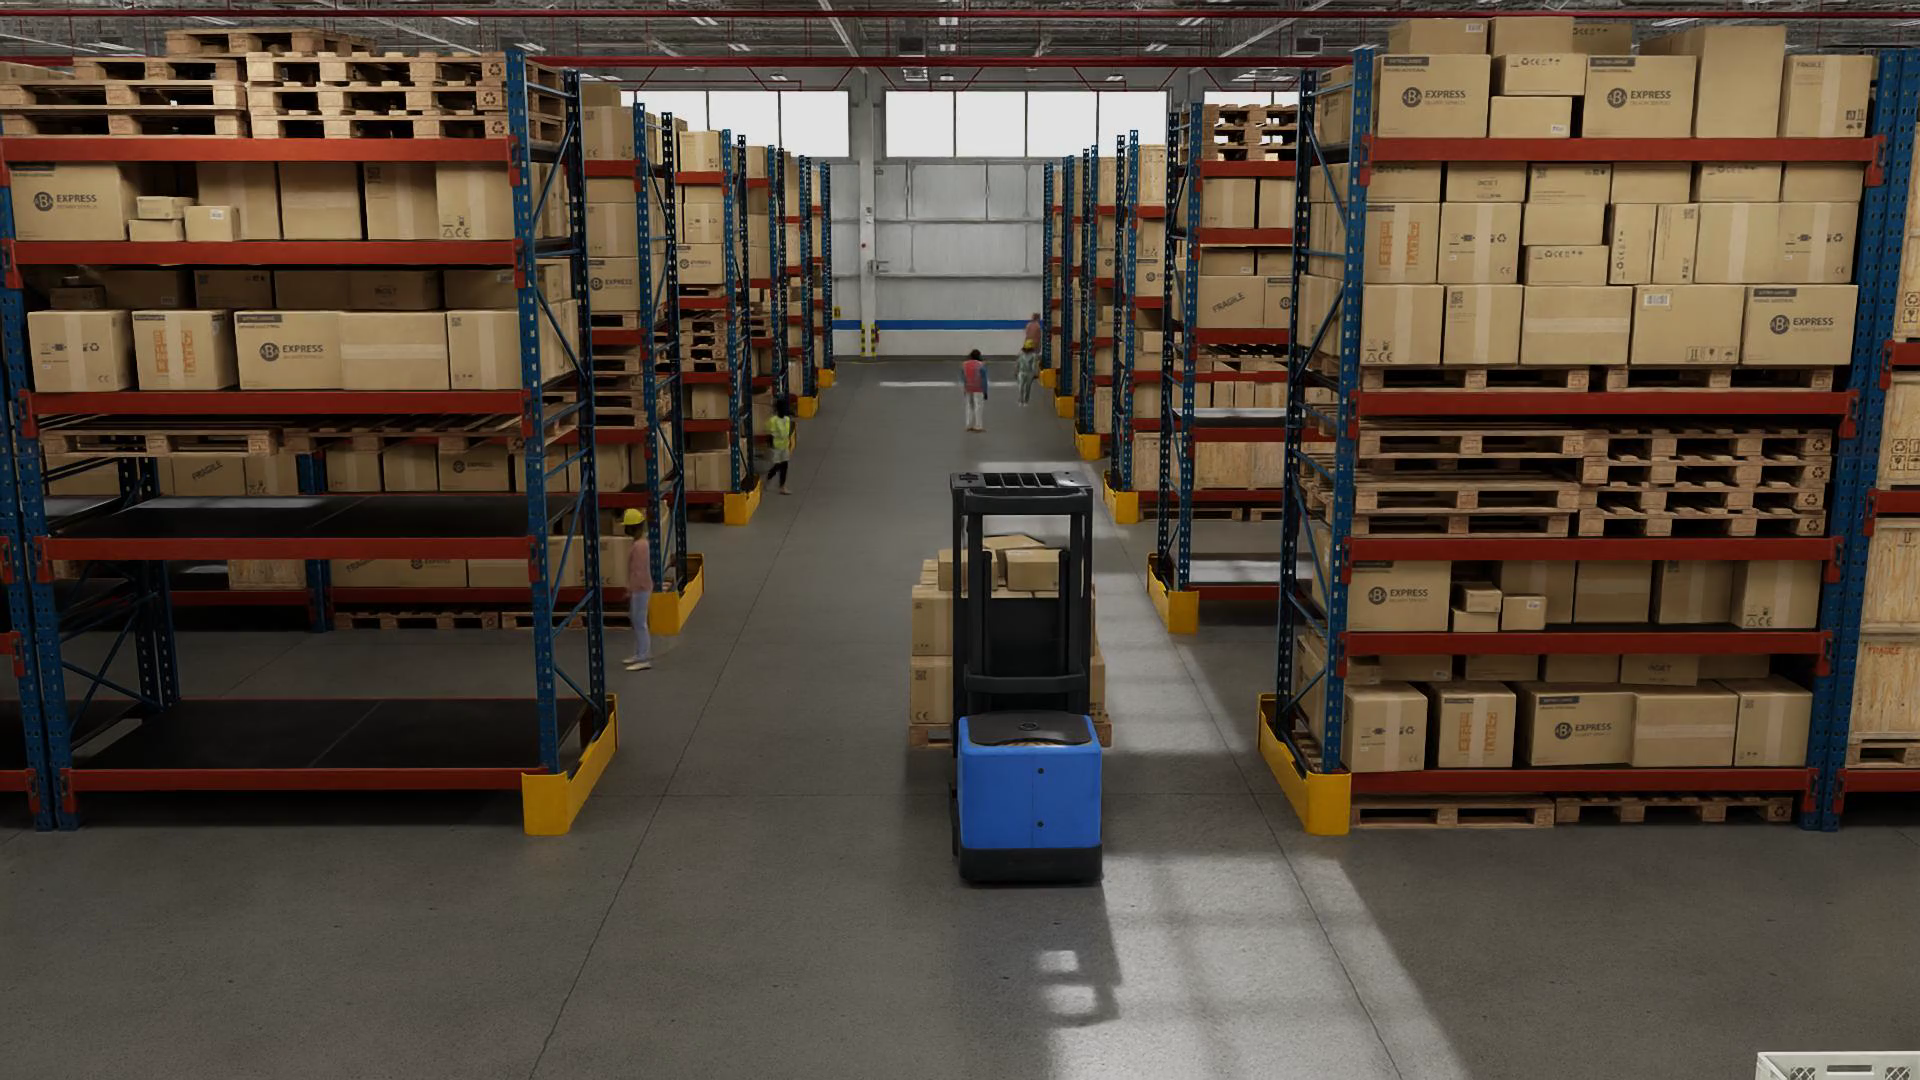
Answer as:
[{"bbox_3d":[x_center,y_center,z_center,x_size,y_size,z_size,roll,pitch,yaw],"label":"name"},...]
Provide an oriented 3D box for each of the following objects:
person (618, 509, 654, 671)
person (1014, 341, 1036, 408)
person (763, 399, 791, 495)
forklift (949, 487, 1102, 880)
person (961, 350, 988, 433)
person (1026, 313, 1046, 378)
[{"bbox_3d":[-3.474,0.533,17.866,0.364,1.755,0.543,-2,12,-12],"label":"person"},{"bbox_3d":[1.588,-4.057,40.801,0.543,1.666,0.944,1,11,5],"label":"person"},{"bbox_3d":[-3.126,-1.605,28.629,0.422,1.675,0.548,9,14,36],"label":"person"},{"bbox_3d":[0.495,0.986,12.813,1.129,2.768,1.873,0,11,-2],"label":"forklift"},{"bbox_3d":[0.329,-3.270,36.574,0.663,1.819,0.440,6,13,28],"label":"person"},{"bbox_3d":[2.192,-5.600,47.932,0.456,1.891,0.671,-8,14,-34],"label":"person"}]
